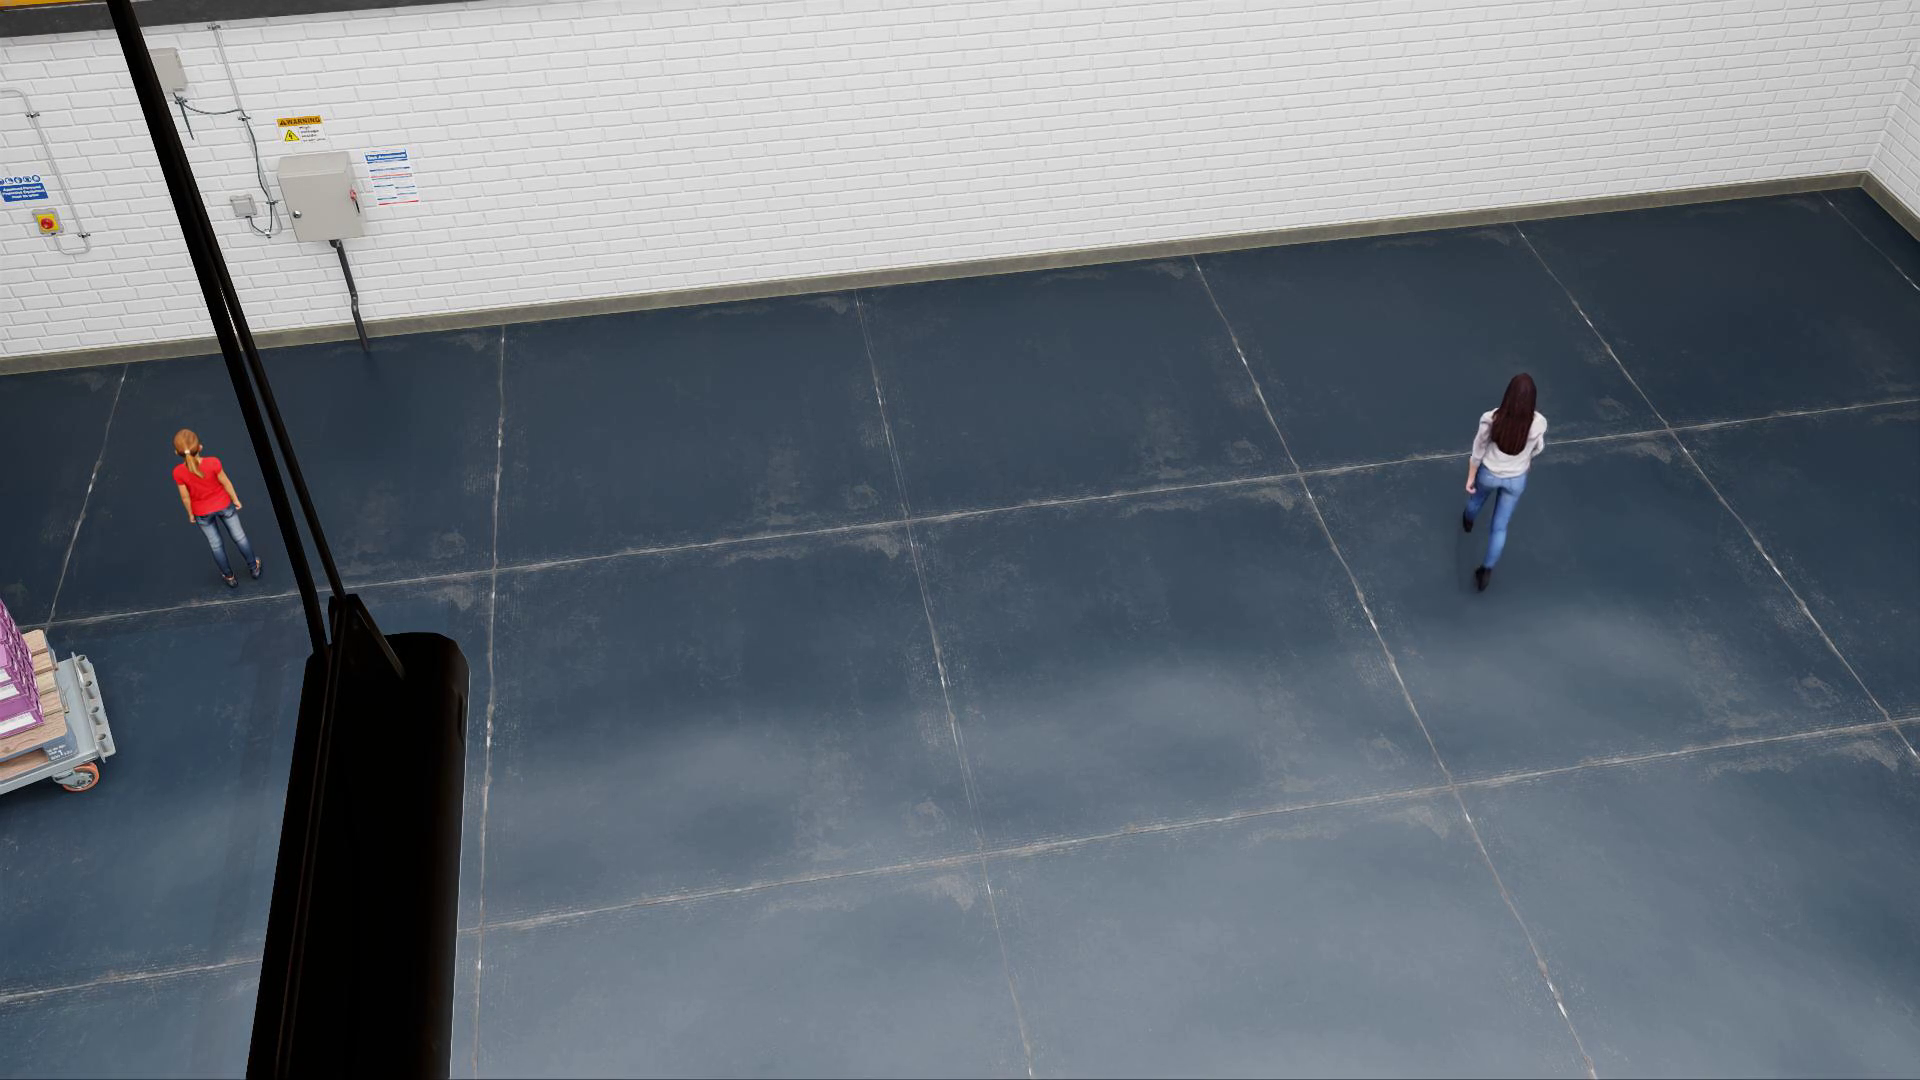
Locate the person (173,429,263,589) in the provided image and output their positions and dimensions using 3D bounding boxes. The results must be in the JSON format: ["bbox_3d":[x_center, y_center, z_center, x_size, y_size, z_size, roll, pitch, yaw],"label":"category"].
[{"bbox_3d":[-5.072,-0.217,11.289,0.552,1.310,0.565,-20,47,-20],"label":"person"}]

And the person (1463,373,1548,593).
[{"bbox_3d":[3.656,-0.353,11.234,0.880,1.582,1.124,9,44,10],"label":"person"}]
